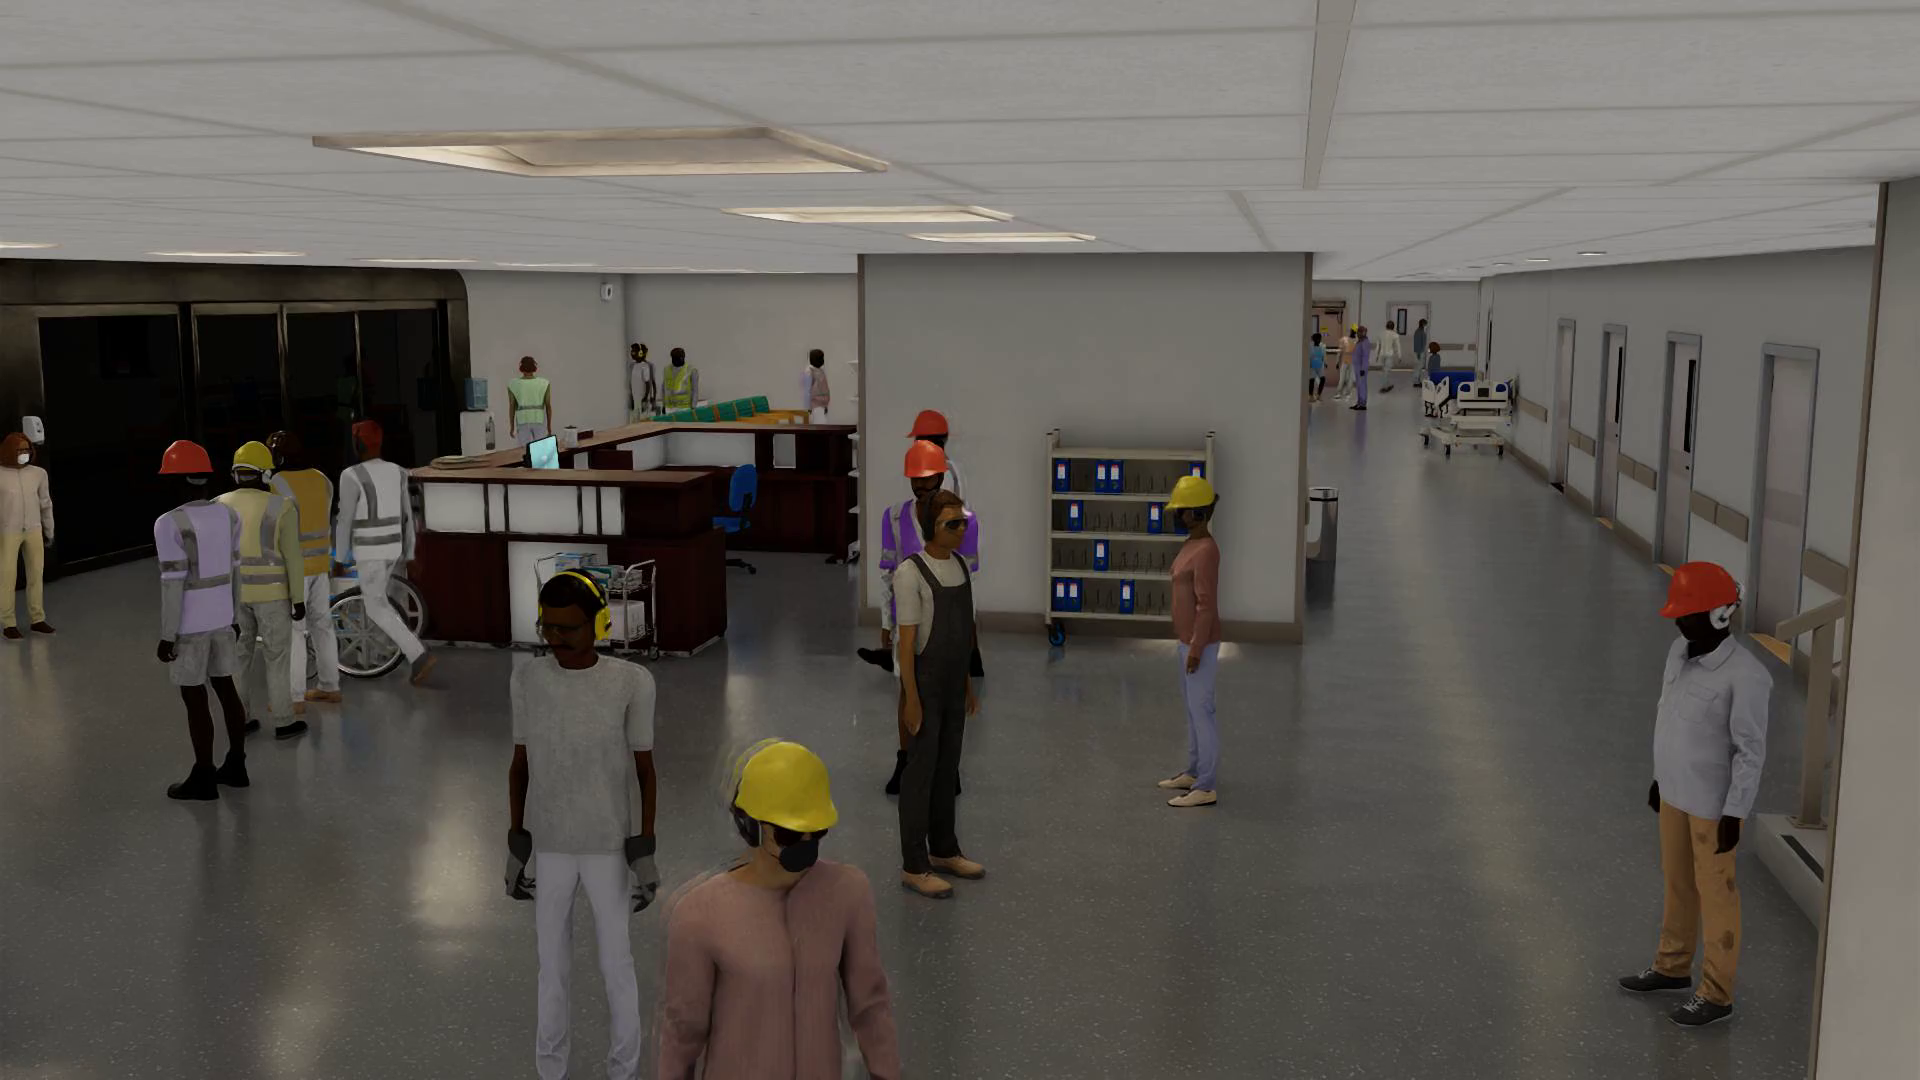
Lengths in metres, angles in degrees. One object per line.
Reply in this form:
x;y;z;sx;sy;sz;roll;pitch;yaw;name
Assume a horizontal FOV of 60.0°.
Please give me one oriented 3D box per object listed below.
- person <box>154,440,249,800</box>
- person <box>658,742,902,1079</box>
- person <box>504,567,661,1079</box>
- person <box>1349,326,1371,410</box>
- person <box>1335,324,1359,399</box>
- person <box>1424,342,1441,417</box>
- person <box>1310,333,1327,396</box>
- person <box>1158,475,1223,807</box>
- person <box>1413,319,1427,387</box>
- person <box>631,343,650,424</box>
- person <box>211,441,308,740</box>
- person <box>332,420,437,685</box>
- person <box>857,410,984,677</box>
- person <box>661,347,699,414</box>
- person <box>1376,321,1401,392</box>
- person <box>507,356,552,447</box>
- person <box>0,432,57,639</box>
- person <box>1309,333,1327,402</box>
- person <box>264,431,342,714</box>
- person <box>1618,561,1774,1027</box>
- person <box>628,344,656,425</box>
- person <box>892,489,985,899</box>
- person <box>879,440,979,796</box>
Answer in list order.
-4.113;0.430;8.964;0.360;1.936;0.552;3;9;18;person
-0.394;1.304;3.879;0.540;1.708;0.923;-7;11;-38;person
-1.224;1.008;5.382;0.521;1.865;0.327;1;9;4;person
9.134;-3.925;37.958;0.409;1.913;0.650;0;9;1;person
9.735;-4.450;41.519;0.637;1.891;0.435;2;9;13;person
10.160;-3.440;35.689;0.282;1.624;0.495;-1;9;-5;person
9.222;-4.530;42.948;0.408;1.633;0.529;-8;12;-44;person
1.236;0.533;8.862;0.311;1.768;0.524;0;9;0;person
12.908;-5.245;46.672;0.374;1.928;0.639;4;9;25;person
-5.233;-2.273;27.127;0.328;1.872;0.513;-6;11;-35;person
-4.270;0.313;10.137;0.596;1.825;0.404;1;9;5;person
-3.993;0.088;11.538;0.877;1.852;0.558;3;9;21;person
-0.265;0.046;11.658;0.948;1.892;0.574;-1;9;-3;person
-4.409;-2.099;26.093;0.621;1.837;0.429;3;9;16;person
11.521;-4.908;44.494;0.659;1.895;0.949;8;12;44;person
-5.782;-1.549;22.392;0.565;1.850;0.390;-3;9;-20;person
-7.400;-0.037;13.116;0.285;1.627;0.504;6;10;33;person
8.667;-4.183;40.426;0.539;1.680;0.497;-3;9;-19;person
-4.330;0.206;10.825;0.431;1.836;0.625;3;9;20;person
2.752;0.937;6.241;0.340;1.742;0.560;-1;9;-9;person
-5.252;-2.281;27.244;0.566;1.846;0.723;2;9;14;person
-0.095;0.684;7.583;0.345;1.846;0.506;5;10;32;person
-0.176;0.425;9.004;0.547;1.938;0.359;2;9;10;person
